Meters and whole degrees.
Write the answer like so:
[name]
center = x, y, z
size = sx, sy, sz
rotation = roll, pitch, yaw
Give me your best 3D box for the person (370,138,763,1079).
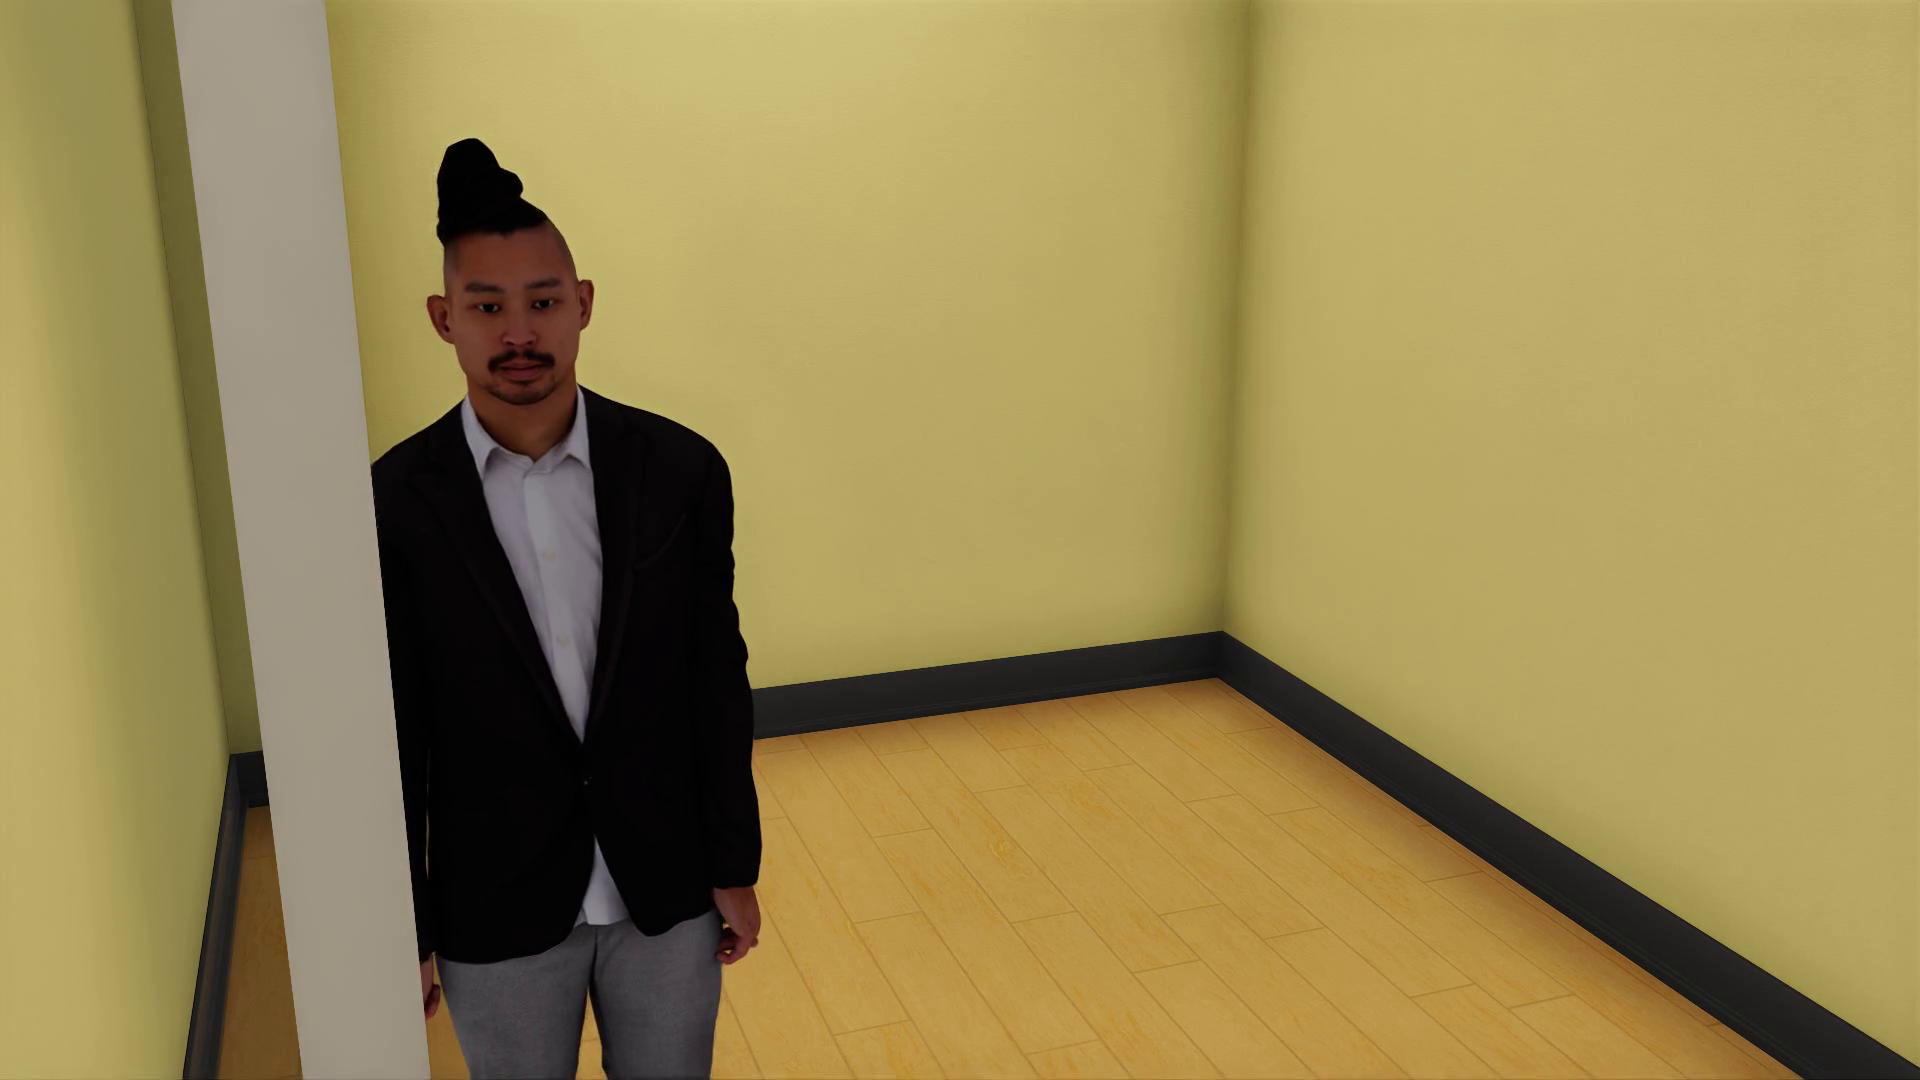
[person]
center = -0.552, 0.433, 2.345
size = 0.526, 1.951, 0.770
rotation = -6, 17, -21
